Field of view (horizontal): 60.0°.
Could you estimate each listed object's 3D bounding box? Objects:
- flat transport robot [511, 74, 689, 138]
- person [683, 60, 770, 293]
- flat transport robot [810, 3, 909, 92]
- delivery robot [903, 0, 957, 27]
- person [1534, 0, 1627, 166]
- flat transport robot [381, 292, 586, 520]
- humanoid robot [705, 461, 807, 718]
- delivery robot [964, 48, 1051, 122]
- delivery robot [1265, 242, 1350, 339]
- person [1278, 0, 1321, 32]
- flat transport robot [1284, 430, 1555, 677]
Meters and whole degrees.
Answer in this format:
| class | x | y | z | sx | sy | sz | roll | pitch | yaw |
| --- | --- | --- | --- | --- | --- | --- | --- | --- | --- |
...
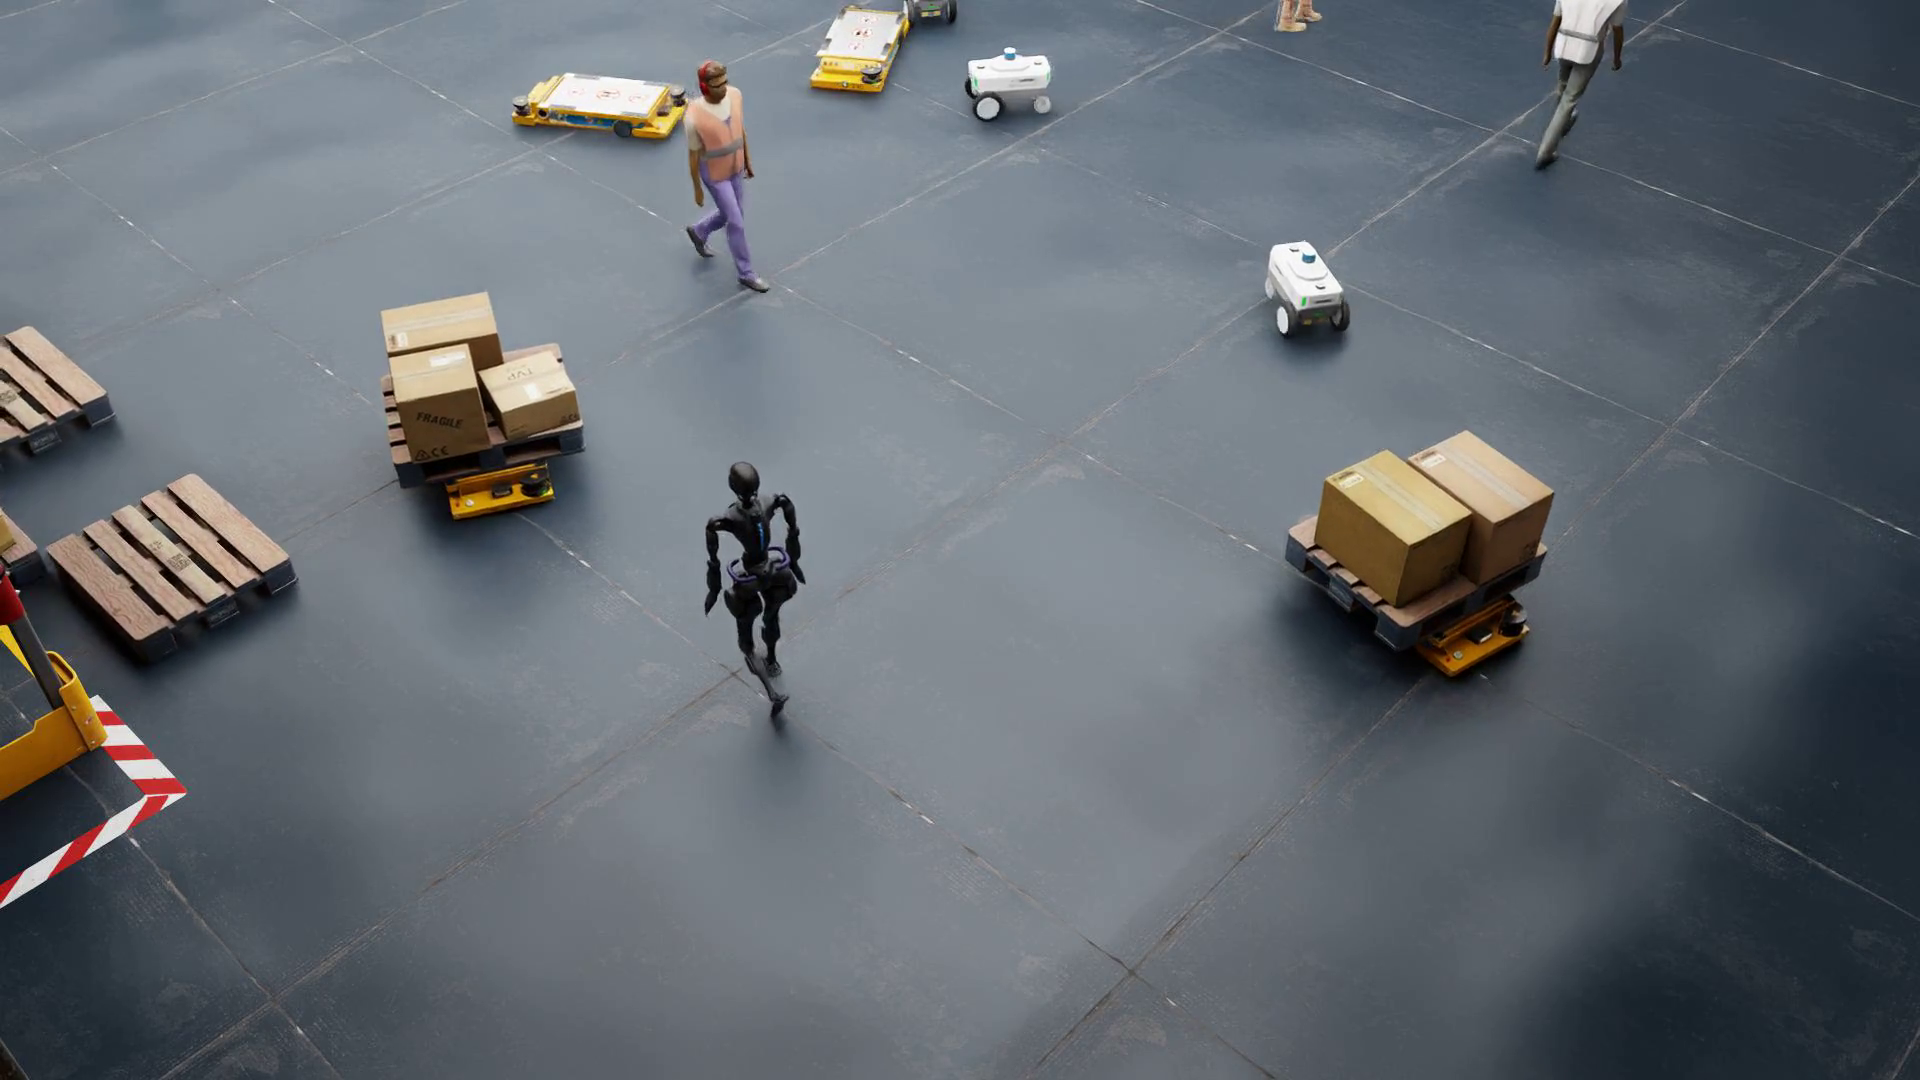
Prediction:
| class | x | y | z | sx | sy | sz | roll | pitch | yaw |
| --- | --- | --- | --- | --- | --- | --- | --- | --- | --- |
| flat transport robot | -3.206 | -3.875 | 14.833 | 1.431 | 0.231 | 0.659 | 8 | 43 | 9 |
| person | -1.810 | -2.759 | 12.433 | 0.797 | 1.815 | 0.574 | 23 | 47 | 23 |
| flat transport robot | -0.931 | -4.650 | 15.694 | 0.659 | 0.231 | 1.431 | 7 | 42 | 7 |
| delivery robot | -0.339 | -5.384 | 16.311 | 0.499 | 0.614 | 0.785 | -10 | 43 | -10 |
| person | 5.210 | -4.080 | 13.917 | 0.594 | 1.791 | 0.960 | 30 | 50 | 29 |
| flat transport robot | -3.204 | -0.697 | 11.301 | 0.659 | 0.231 | 1.431 | -13 | 44 | -14 |
| humanoid robot | -1.091 | 0.258 | 9.195 | 0.596 | 1.636 | 0.636 | -22 | 46 | -22 |
| delivery robot | 0.410 | -4.089 | 14.869 | 0.792 | 0.611 | 0.499 | -6 | 42 | -7 |
| delivery robot | 2.573 | -1.889 | 12.417 | 0.499 | 0.601 | 0.805 | -9 | 43 | -10 |
| person | 3.359 | -5.637 | 15.703 | 0.573 | 1.728 | 0.492 | 2 | 42 | 2 |
| flat transport robot | 2.754 | 0.238 | 10.262 | 0.659 | 0.231 | 1.431 | -24 | 47 | -24 |
